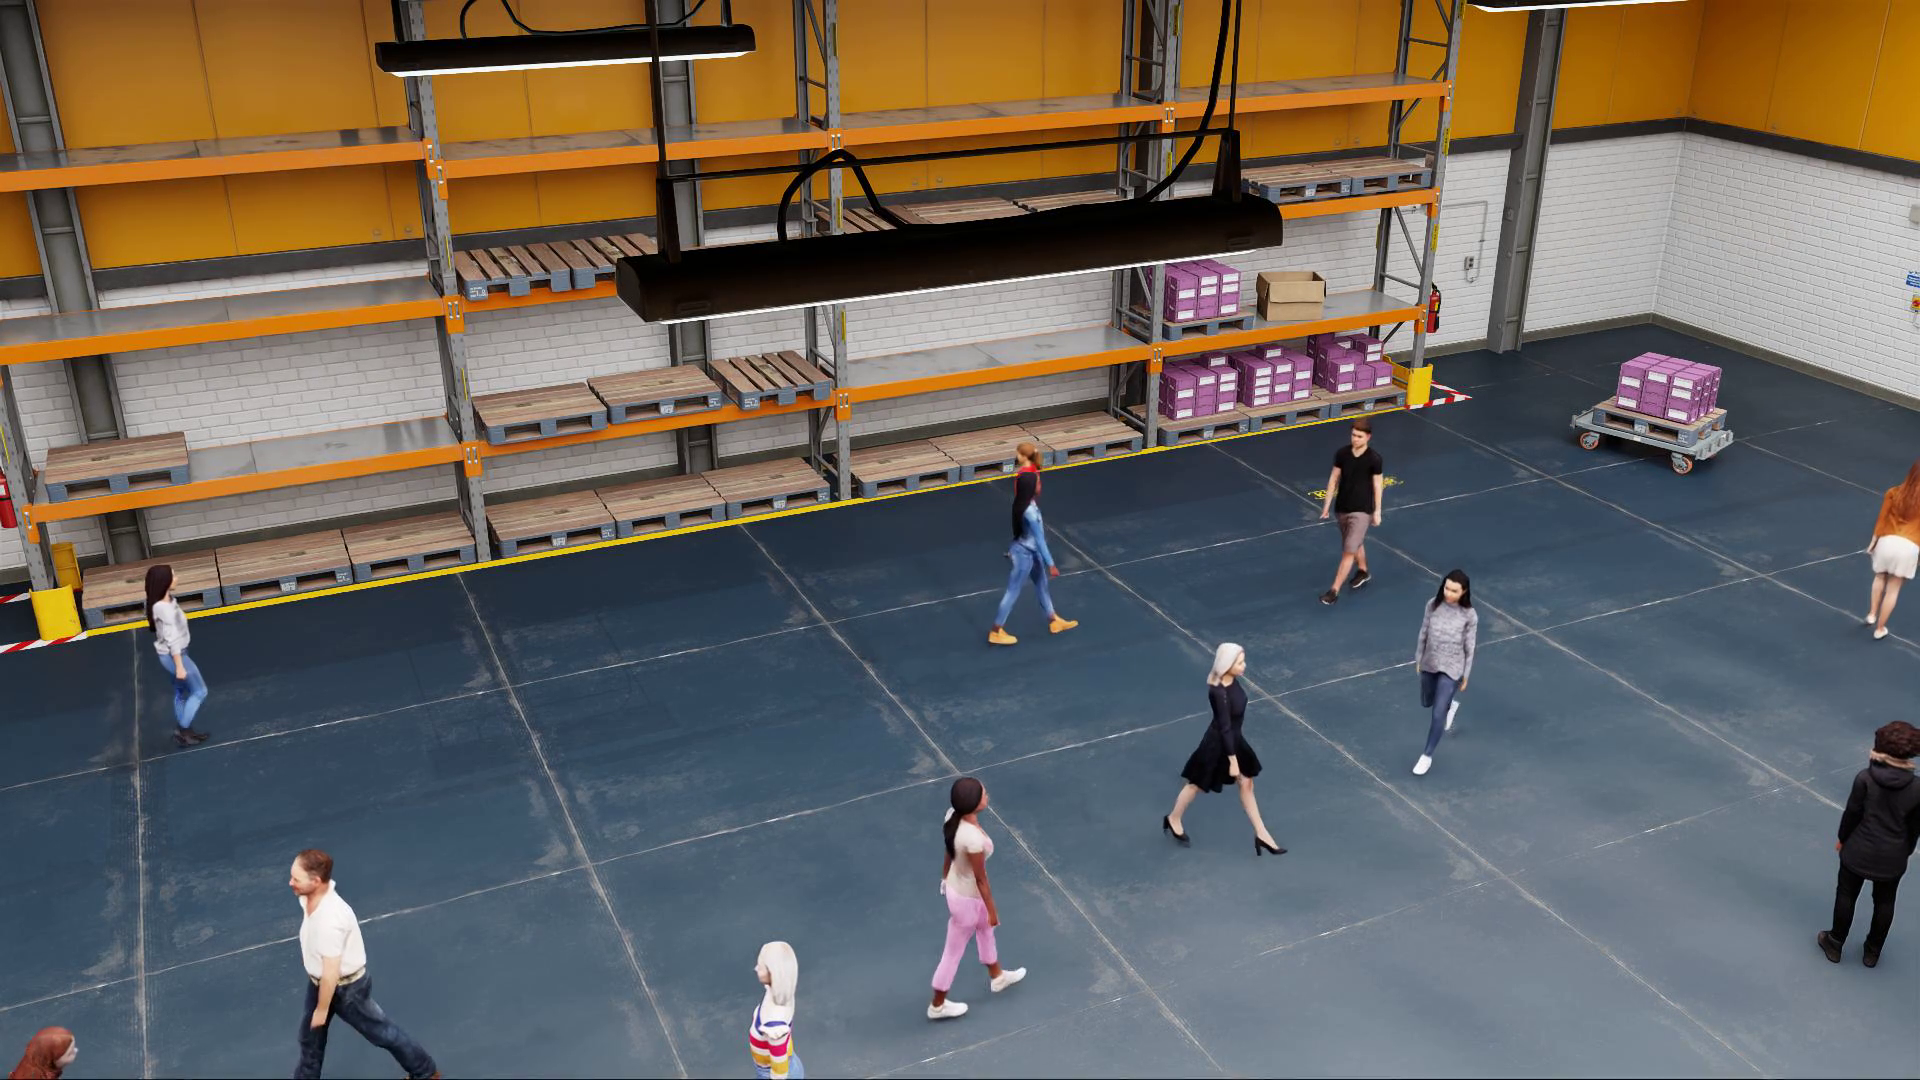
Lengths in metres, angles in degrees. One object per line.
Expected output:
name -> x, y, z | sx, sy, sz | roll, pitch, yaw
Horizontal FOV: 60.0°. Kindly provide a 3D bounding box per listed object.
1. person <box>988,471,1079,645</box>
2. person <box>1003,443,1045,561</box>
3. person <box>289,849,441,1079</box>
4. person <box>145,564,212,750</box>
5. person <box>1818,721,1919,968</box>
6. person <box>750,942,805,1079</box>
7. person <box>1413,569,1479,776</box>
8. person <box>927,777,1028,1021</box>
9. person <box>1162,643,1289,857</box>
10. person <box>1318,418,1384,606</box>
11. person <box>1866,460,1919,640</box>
person -> 0.487, 0.203, 15.134 | 1.162, 1.674, 0.844 | -2, 24, -5
person -> 0.702, -0.358, 16.884 | 0.801, 1.299, 0.754 | 9, 25, 20
person -> -3.451, 2.564, 9.577 | 1.309, 1.798, 0.823 | -15, 28, -31
person -> -6.410, 0.977, 13.428 | 0.621, 1.622, 0.670 | -16, 28, -32
person -> 6.003, 2.001, 10.890 | 0.717, 1.777, 0.778 | 8, 25, 18
person -> -0.953, 2.878, 8.846 | 0.665, 1.808, 0.720 | -1, 24, -3
person -> 3.898, 0.998, 13.270 | 0.910, 1.709, 1.133 | 19, 30, 36
person -> -0.053, 2.259, 10.376 | 0.967, 1.716, 0.671 | -8, 25, -18
person -> 1.814, 1.535, 12.061 | 1.195, 1.693, 1.136 | 8, 25, 19
person -> 3.869, -0.306, 16.125 | 1.000, 1.812, 1.308 | 21, 31, 39
person -> 8.612, 0.111, 15.310 | 0.759, 1.701, 0.802 | 20, 30, 38
